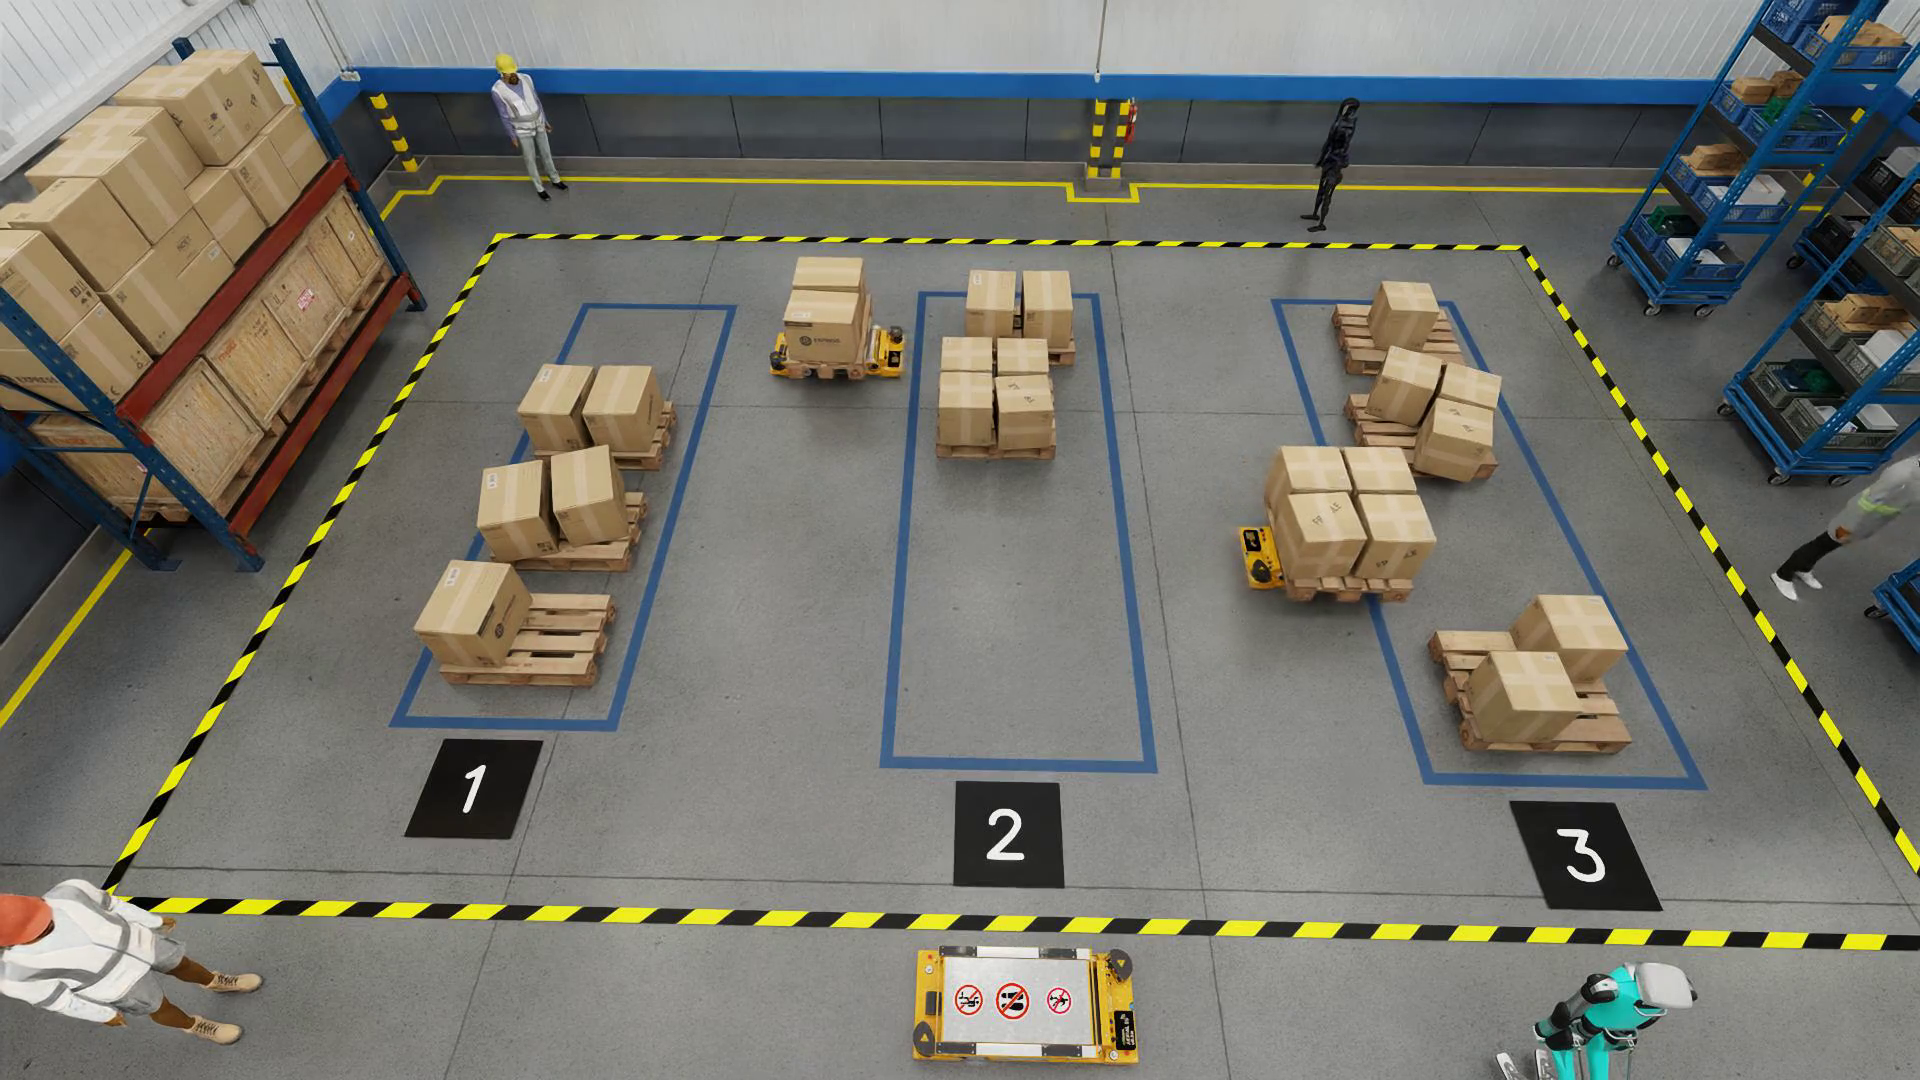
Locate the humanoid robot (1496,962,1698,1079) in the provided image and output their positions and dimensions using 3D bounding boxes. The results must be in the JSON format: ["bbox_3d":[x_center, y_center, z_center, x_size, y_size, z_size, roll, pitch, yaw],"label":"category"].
[{"bbox_3d":[3.555,2.907,5.082,0.533,1.677,0.735,0,51,0],"label":"humanoid robot"}]

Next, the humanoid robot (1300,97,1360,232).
[{"bbox_3d":[4.606,-4.638,11.348,0.315,1.657,0.599,-1,51,0],"label":"humanoid robot"}]

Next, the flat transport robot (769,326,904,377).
[{"bbox_3d":[-1.361,-2.113,10.191,1.431,0.197,0.652,1,51,1],"label":"flat transport robot"}]

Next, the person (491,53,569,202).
[{"bbox_3d":[-5.551,-5.315,11.809,0.404,1.830,0.602,29,57,22],"label":"person"}]

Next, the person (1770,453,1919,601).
[{"bbox_3d":[7.577,-0.187,7.616,0.587,1.853,0.382,-16,53,-13],"label":"person"}]

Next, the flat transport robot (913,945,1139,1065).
[{"bbox_3d":[0.422,3.041,6.007,1.431,0.231,0.659,1,51,1],"label":"flat transport robot"}]

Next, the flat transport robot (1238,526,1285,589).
[{"bbox_3d":[3.331,0.133,8.359,1.431,0.197,0.652,1,51,1],"label":"flat transport robot"}]

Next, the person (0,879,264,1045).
[{"bbox_3d":[-4.838,2.468,5.331,0.386,2.041,0.613,-1,51,-1],"label":"person"}]
